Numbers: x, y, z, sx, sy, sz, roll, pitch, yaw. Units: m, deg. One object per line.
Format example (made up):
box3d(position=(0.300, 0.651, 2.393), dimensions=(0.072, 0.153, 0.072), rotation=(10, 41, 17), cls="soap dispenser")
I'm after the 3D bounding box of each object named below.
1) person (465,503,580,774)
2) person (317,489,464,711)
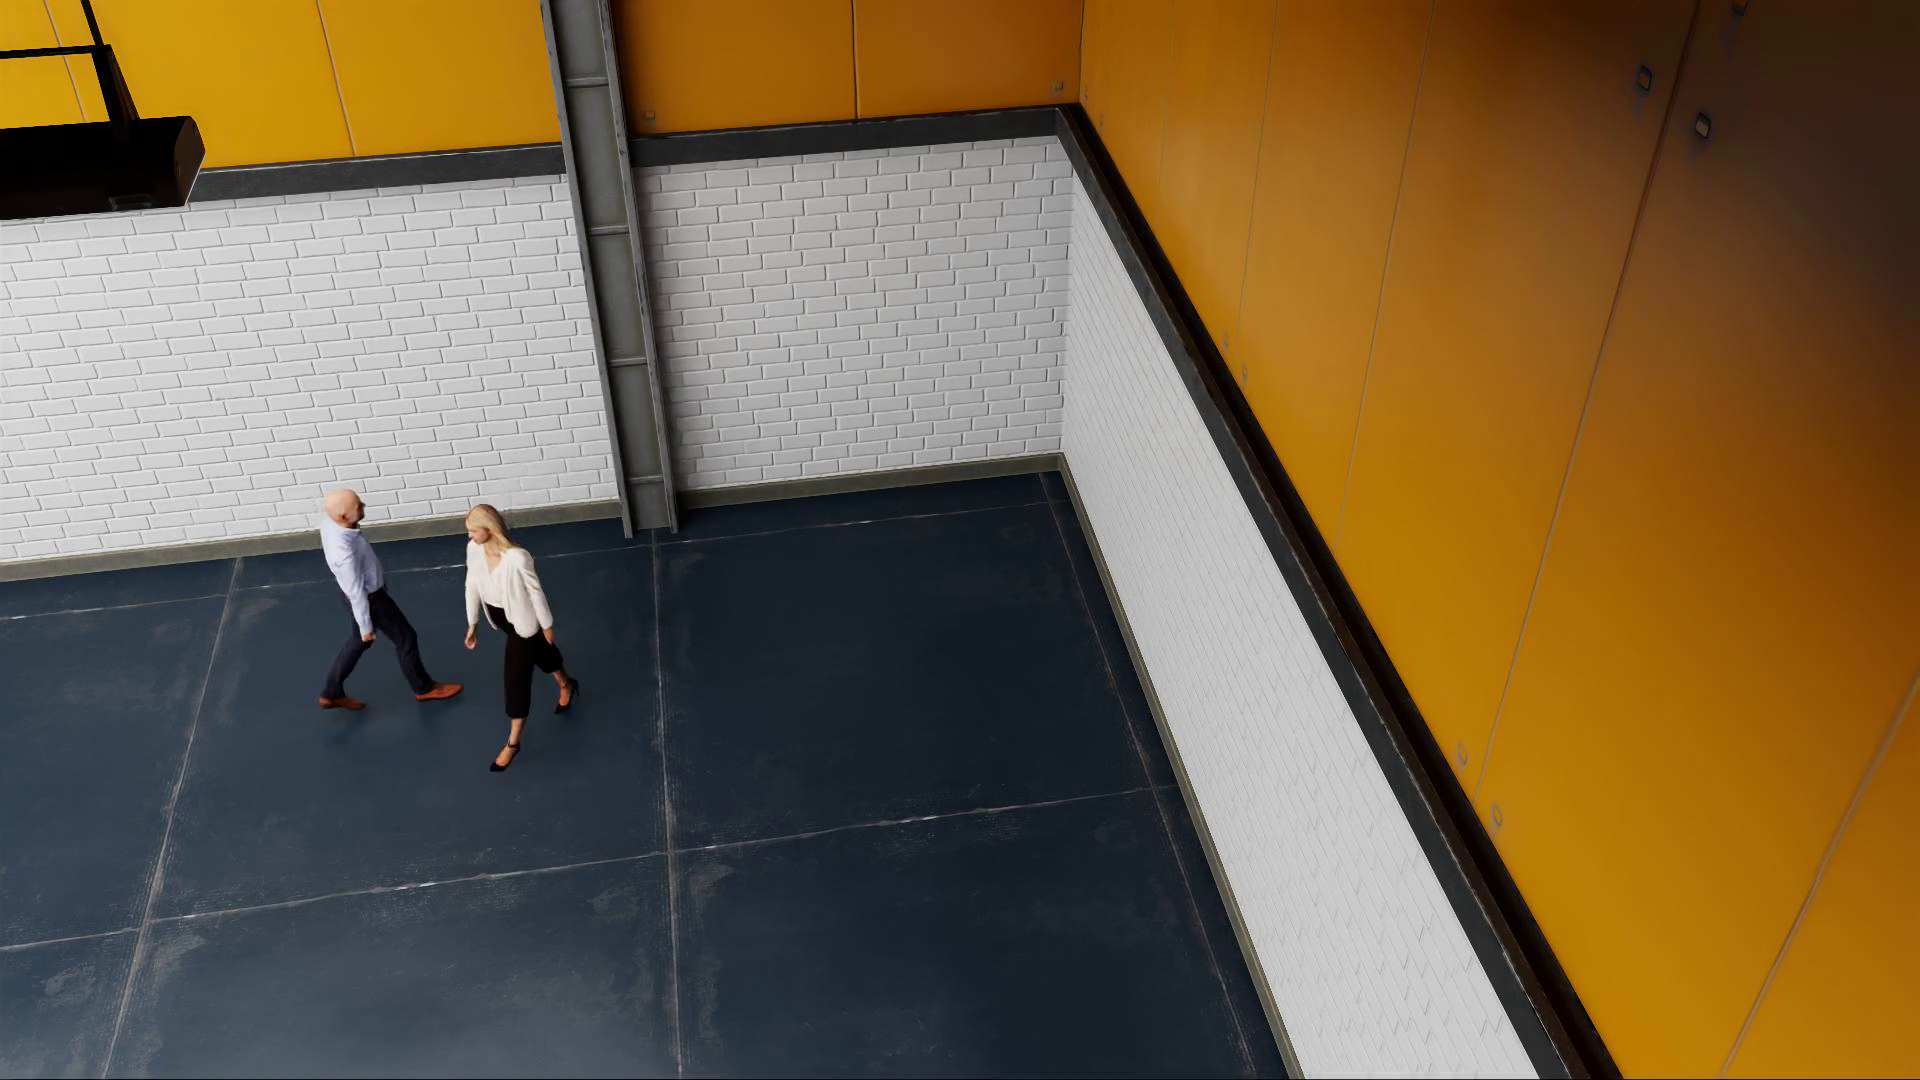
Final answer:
box3d(position=(-2.686, 0.477, 10.299), dimensions=(1.146, 1.806, 1.126), rotation=(18, 42, 21), cls="person")
box3d(position=(-3.784, 0.419, 10.408), dimensions=(1.197, 1.759, 0.905), rotation=(-21, 43, -24), cls="person")
